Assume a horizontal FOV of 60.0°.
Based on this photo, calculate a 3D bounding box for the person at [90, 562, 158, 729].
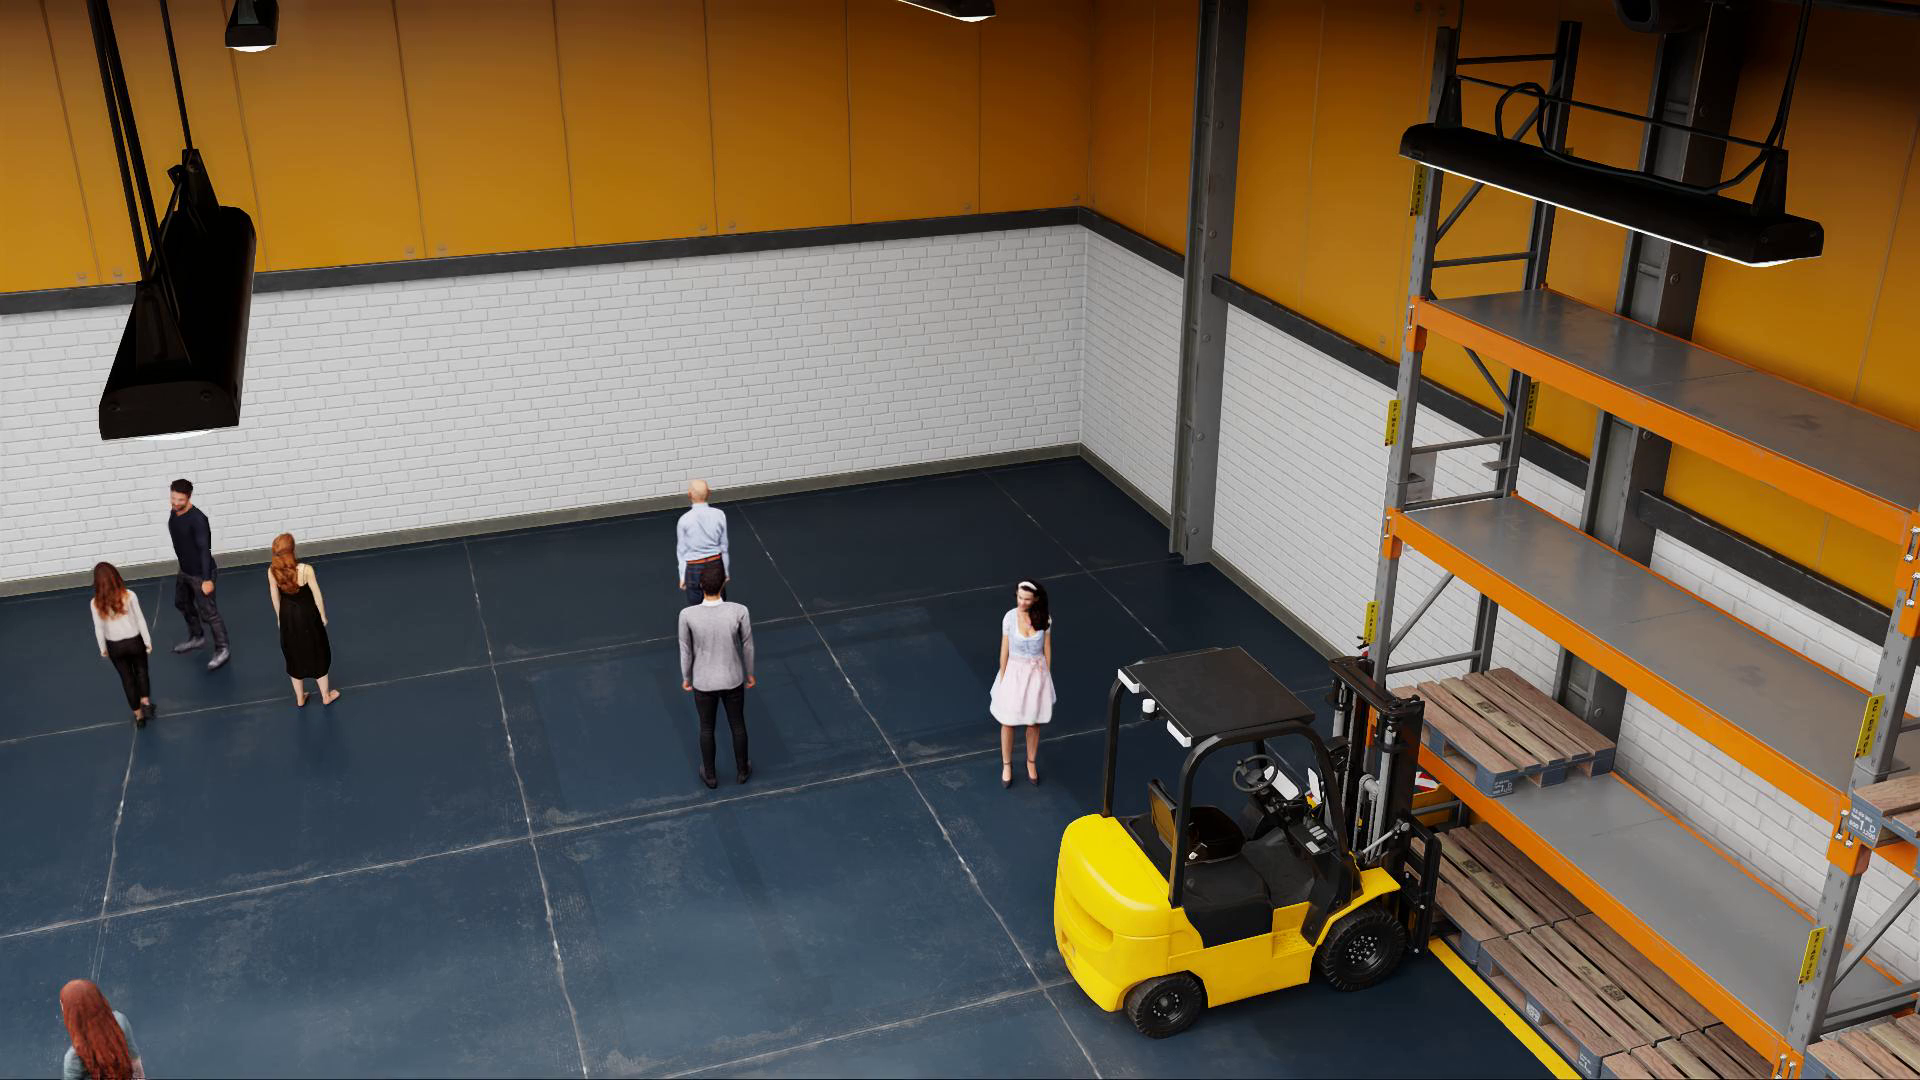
[{"bbox_3d":[-7.054,0.916,14.062,0.579,1.464,0.588,-11,26,-23],"label":"person"}]

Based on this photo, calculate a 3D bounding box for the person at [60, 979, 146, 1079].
[{"bbox_3d":[-4.378,3.079,8.780,0.761,1.732,0.674,4,24,10],"label":"person"}]

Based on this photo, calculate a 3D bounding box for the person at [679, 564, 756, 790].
[{"bbox_3d":[-1.908,1.076,13.124,0.770,1.923,0.676,-5,24,-10],"label":"person"}]

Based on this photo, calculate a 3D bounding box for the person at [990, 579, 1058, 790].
[{"bbox_3d":[0.511,1.127,13.143,0.781,1.814,0.807,-2,24,-4],"label":"person"}]

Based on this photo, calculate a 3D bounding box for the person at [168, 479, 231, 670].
[{"bbox_3d":[-6.894,0.278,15.051,0.980,1.841,0.816,-19,30,-37],"label":"person"}]

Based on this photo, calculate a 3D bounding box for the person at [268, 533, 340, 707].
[{"bbox_3d":[-5.716,0.687,14.386,0.636,1.625,0.648,-1,24,-3],"label":"person"}]

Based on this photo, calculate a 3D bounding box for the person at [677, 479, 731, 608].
[{"bbox_3d":[-2.309,0.306,15.057,0.660,1.785,0.597,-12,26,-25],"label":"person"}]
